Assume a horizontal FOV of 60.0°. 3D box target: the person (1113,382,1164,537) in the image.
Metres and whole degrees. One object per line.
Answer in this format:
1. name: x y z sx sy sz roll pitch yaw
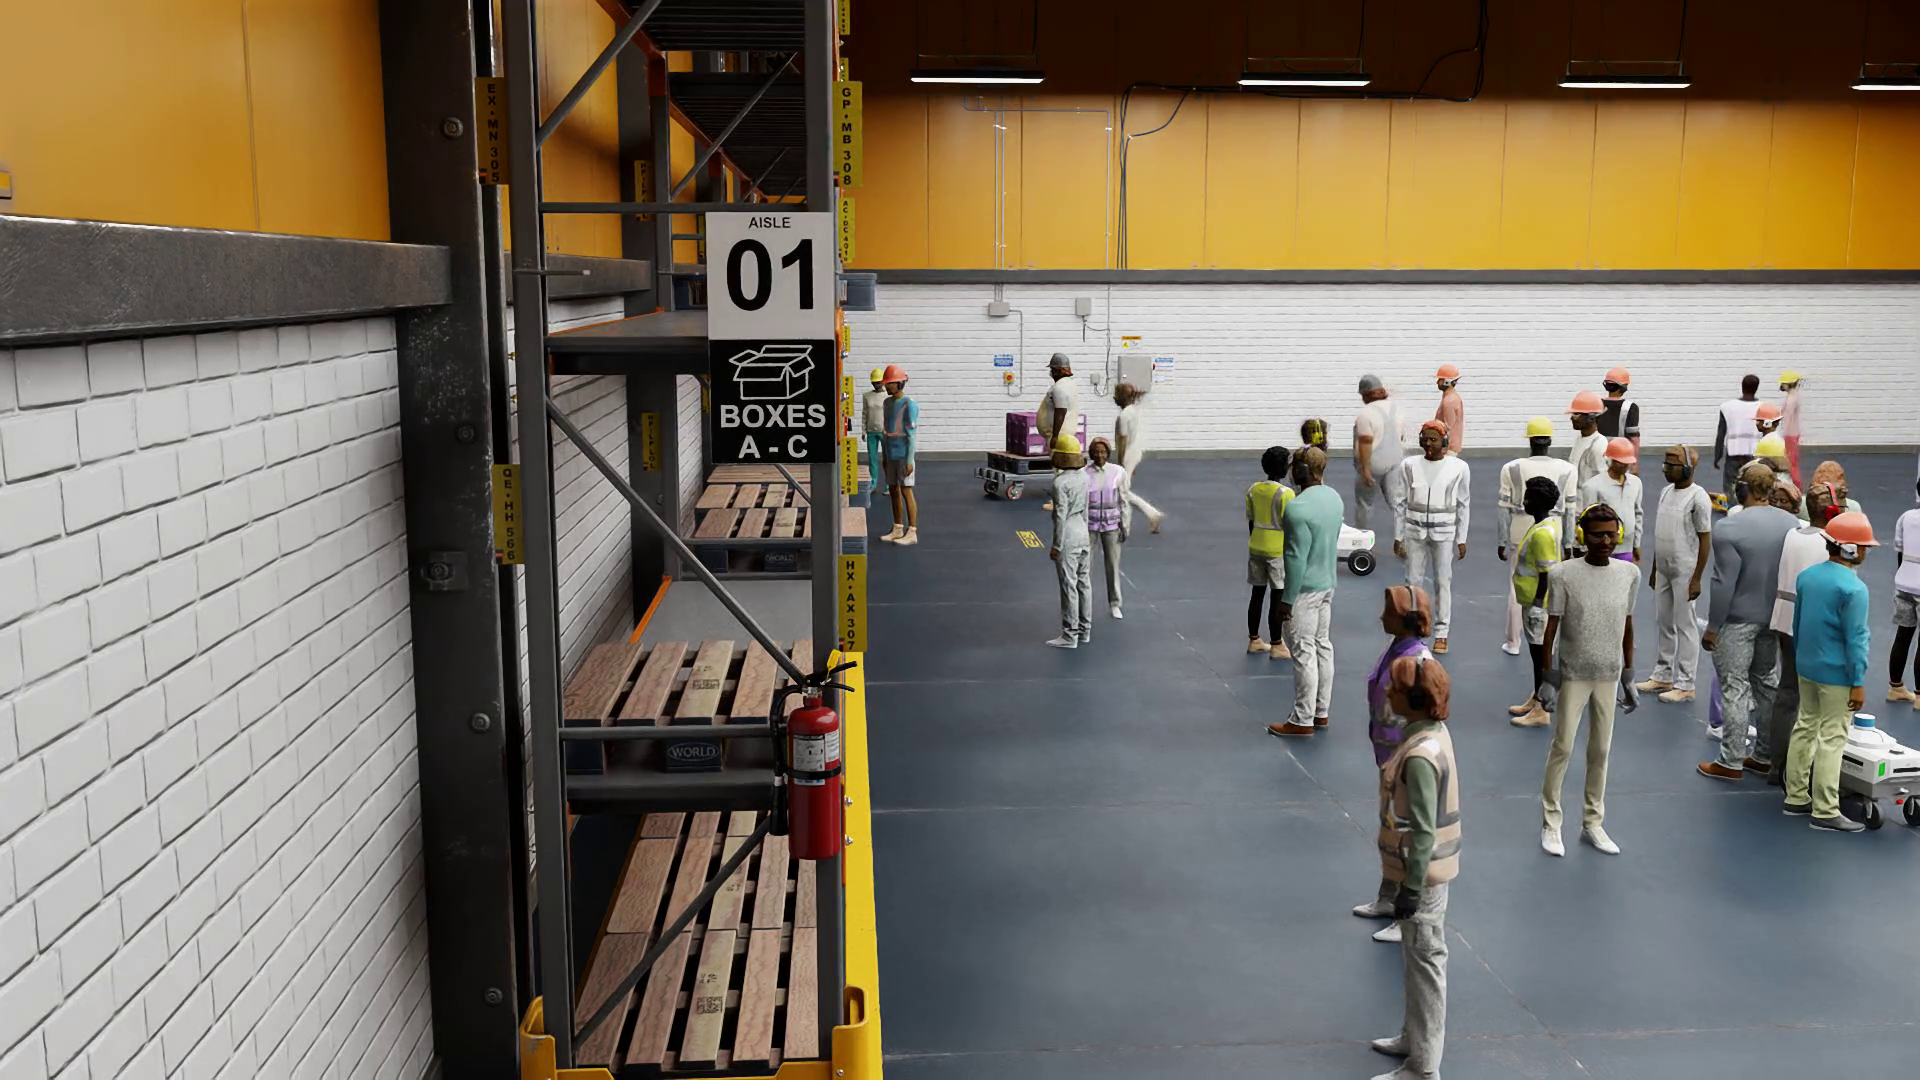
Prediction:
1. person: 1.995 -0.907 19.123 0.681 1.827 0.503 3 10 20

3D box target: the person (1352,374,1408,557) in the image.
1. person: 4.565 -0.847 18.033 0.694 2.000 1.037 -5 10 -27

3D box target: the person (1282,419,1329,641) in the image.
1. person: 2.837 -0.073 13.798 0.476 1.850 0.682 2 9 12

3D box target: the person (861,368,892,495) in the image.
1. person: -1.126 -1.493 22.984 0.524 1.761 0.340 4 10 24

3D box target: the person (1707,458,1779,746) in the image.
1. person: 5.118 0.389 10.810 0.518 1.870 0.323 -9 12 -43

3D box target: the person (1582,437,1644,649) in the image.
1. person: 5.284 0.035 13.441 0.575 1.742 0.356 -3 10 -19

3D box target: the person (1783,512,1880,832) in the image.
1. person: 4.815 0.711 9.152 0.343 1.749 0.572 -1 9 -4

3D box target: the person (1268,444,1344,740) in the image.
1. person: 2.277 0.336 10.926 0.365 1.939 0.636 7 11 36

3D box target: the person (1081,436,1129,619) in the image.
1. person: 1.231 -0.104 14.665 0.515 1.628 0.321 0 9 0

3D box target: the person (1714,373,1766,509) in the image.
1. person: 9.135 -0.990 19.379 0.592 1.899 0.769 2 9 15

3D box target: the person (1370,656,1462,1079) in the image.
1. person: 1.704 1.236 6.203 0.315 1.641 0.514 3 10 18

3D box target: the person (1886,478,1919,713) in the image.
1. person: 6.726 0.351 11.590 0.317 1.696 0.537 -1 9 -8

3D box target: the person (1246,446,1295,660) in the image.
1. person: 2.474 0.100 13.164 0.318 1.696 0.537 -5 11 -31

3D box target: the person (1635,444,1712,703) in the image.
1. person: 5.102 0.235 11.849 0.330 1.844 0.519 -2 9 -12

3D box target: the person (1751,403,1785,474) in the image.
1. person: 8.096 -0.500 16.754 0.343 1.749 0.573 5 10 29

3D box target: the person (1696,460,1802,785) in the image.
1. person: 4.714 0.492 9.945 0.635 1.937 0.352 -3 10 -20

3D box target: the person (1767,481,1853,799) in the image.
1. person: 4.957 0.576 9.702 0.389 1.848 0.563 -2 9 -10

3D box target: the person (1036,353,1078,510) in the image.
1. person: 1.250 -1.410 21.567 0.537 2.000 0.682 2 9 15

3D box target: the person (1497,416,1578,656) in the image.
1. person: 4.578 -0.023 13.247 0.587 1.920 0.396 2 9 13

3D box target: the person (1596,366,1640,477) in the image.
1. person: 7.125 -0.870 18.170 0.378 2.045 0.605 -9 13 -44

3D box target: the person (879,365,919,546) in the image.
1. person: -0.709 -0.950 18.713 0.406 2.035 0.608 -6 11 -34

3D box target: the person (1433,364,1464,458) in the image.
1. person: 5.741 -1.082 19.653 0.376 1.995 0.612 3 10 20

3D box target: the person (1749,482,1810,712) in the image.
1. person: 5.578 0.416 11.360 0.514 1.641 0.309 7 12 38

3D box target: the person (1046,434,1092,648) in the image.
1. person: 0.884 0.008 13.597 0.309 1.744 0.485 6 11 35

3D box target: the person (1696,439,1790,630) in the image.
1. person: 6.640 0.007 13.748 0.507 1.686 0.916 -9 13 -44

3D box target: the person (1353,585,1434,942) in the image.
1. person: 2.019 1.011 7.613 0.310 1.644 0.514 0 9 -1

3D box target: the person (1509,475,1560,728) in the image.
1. person: 3.881 0.413 11.198 0.316 1.695 0.542 3 9 17

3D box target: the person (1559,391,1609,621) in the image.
1. person: 5.356 -0.254 14.302 0.388 2.045 0.605 1 9 3

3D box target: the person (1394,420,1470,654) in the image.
1. person: 3.782 -0.028 13.383 0.586 1.882 0.340 5 10 26

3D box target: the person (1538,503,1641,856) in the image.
1. person: 3.294 0.726 8.697 0.533 1.868 0.310 -1 9 -4

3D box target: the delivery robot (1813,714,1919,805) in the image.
1. delivery robot: 5.084 1.226 9.378 0.477 0.478 0.707 -2 9 -11

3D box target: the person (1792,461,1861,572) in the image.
1. person: 6.555 0.211 12.667 0.501 1.632 0.280 7 11 37
